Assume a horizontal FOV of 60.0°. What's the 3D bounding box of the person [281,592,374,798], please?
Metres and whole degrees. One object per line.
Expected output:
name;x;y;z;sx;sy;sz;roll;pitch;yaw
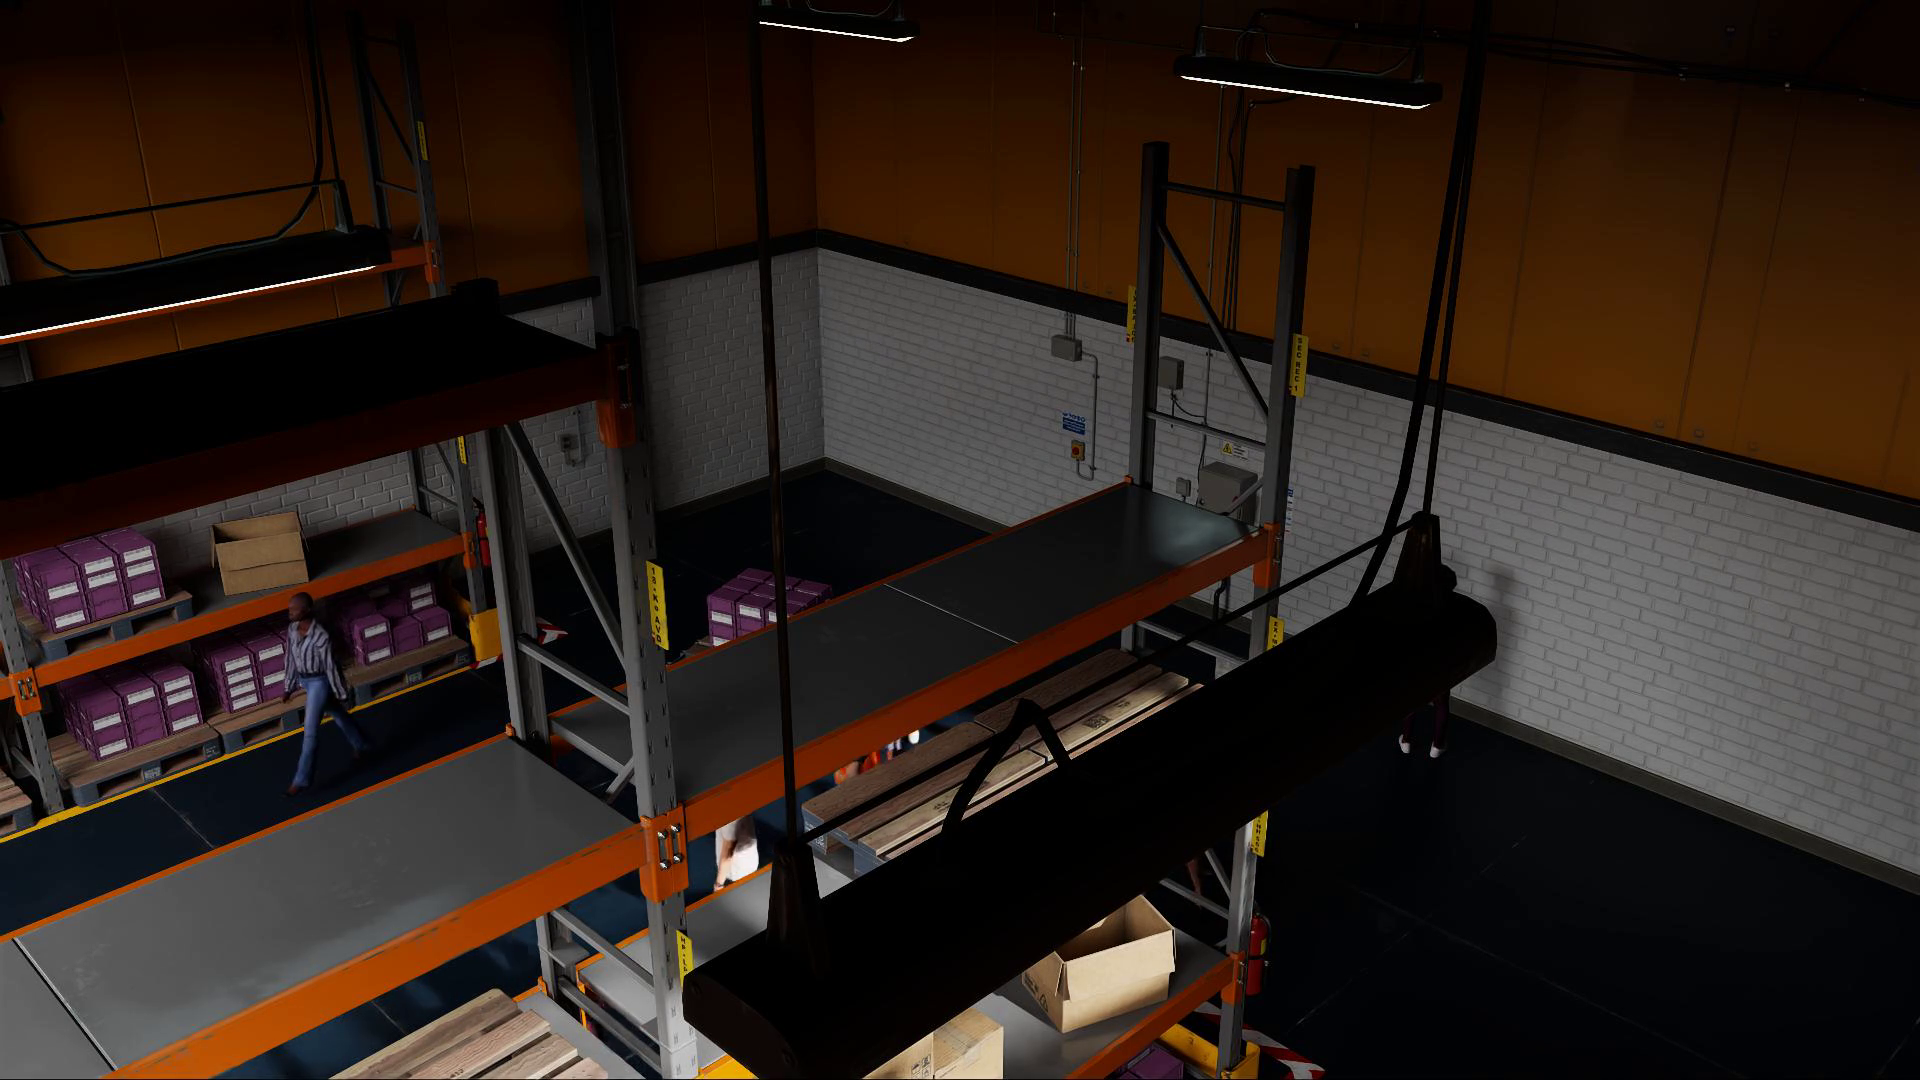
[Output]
person;-5.313;1.228;13.969;0.772;1.736;1.222;16;28;32

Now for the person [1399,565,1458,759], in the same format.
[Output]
person;4.065;1.039;14.343;0.705;1.784;0.717;8;25;18

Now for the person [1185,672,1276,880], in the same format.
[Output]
person;2.104;1.800;12.590;0.786;1.792;0.926;17;29;34
